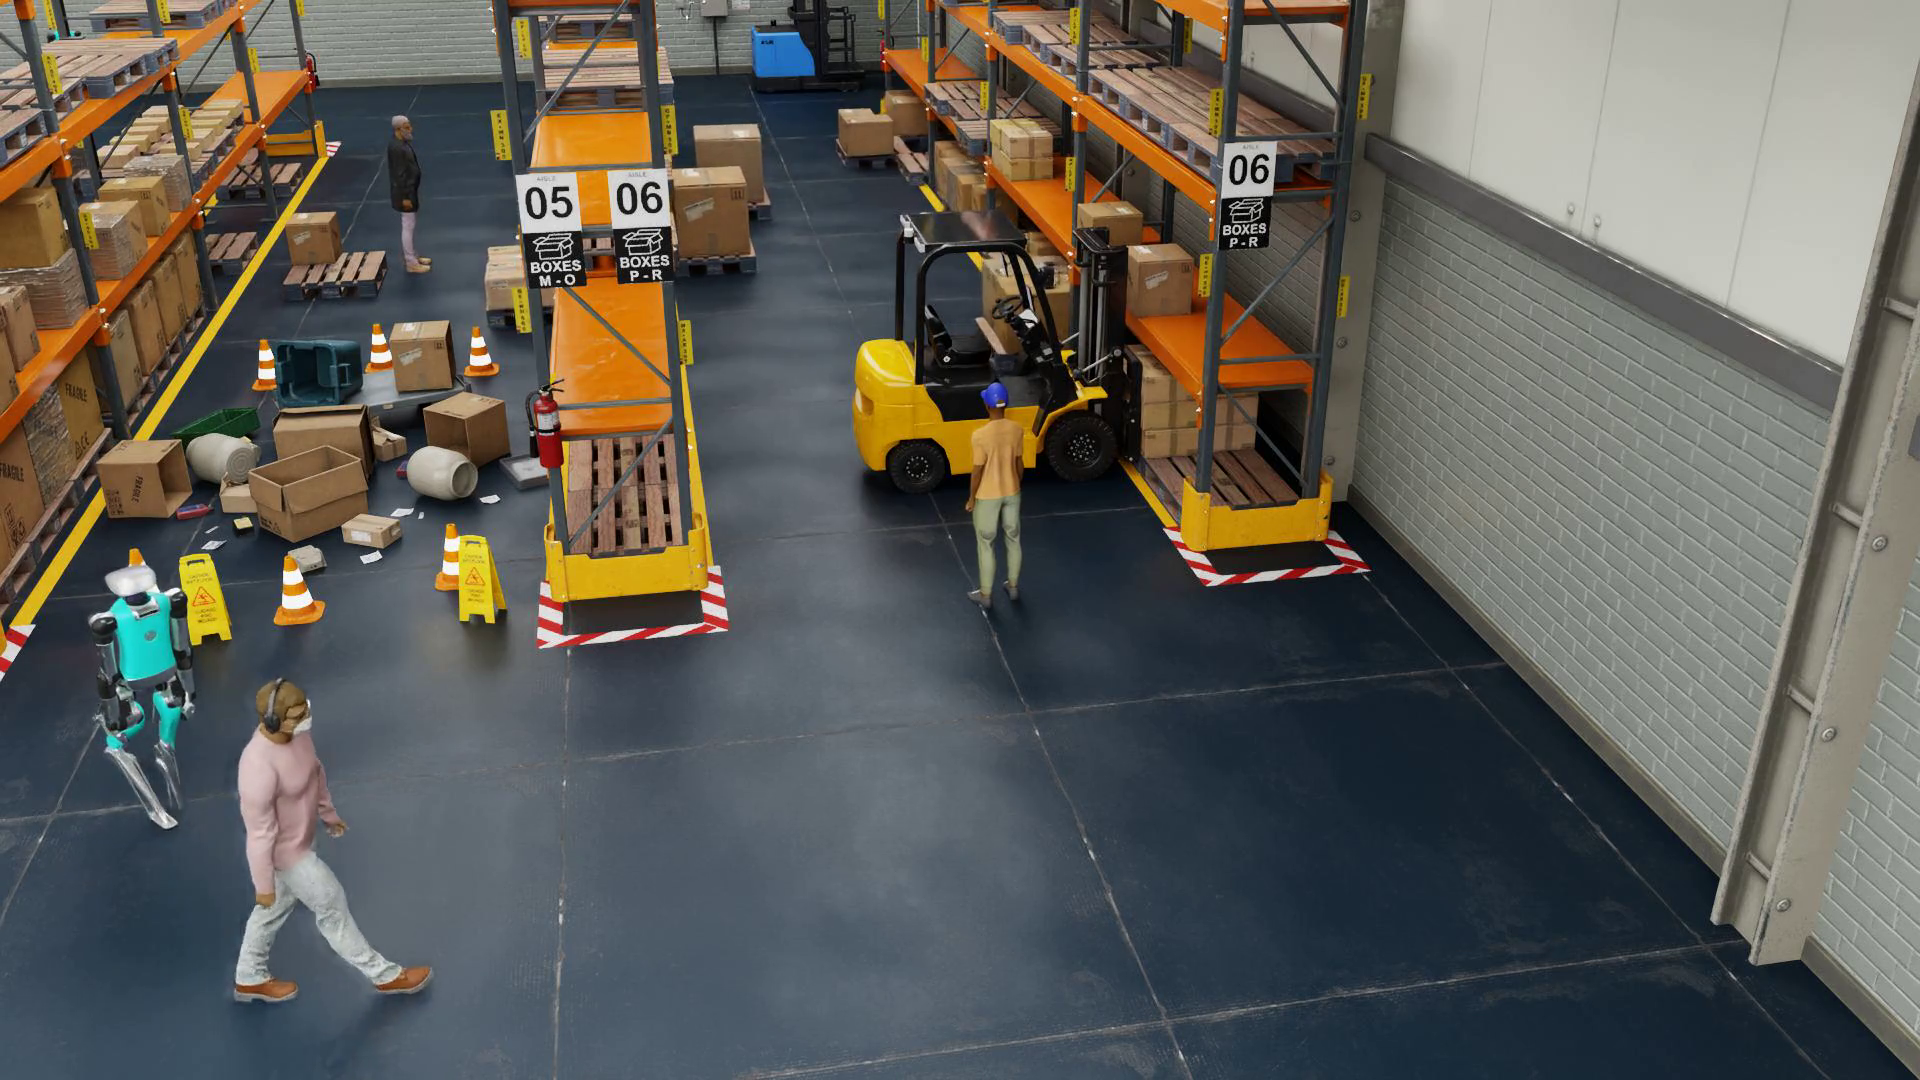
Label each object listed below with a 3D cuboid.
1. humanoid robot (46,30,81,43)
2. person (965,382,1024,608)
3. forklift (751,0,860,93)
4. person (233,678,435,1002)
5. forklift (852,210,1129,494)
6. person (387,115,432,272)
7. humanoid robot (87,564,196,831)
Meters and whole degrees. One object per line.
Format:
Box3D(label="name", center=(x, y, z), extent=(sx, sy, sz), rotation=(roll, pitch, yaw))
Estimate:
Box3D(label="humanoid robot", center=(-14.895, -7.775, 27.679), extent=(1.001, 1.776, 0.534), rotation=(23, 34, 39))
Box3D(label="person", center=(0.246, -0.338, 12.157), extent=(0.461, 1.717, 0.356), rotation=(-14, 29, -26))
Box3D(label="forklift", center=(-2.872, -9.679, 30.288), extent=(1.873, 2.768, 1.129), rotation=(-5, 26, -10))
Box3D(label="person", center=(-3.238, 1.500, 8.170), extent=(1.022, 1.882, 0.643), rotation=(-4, 26, -8))
Box3D(label="forklift", center=(0.216, -1.659, 14.366), extent=(2.313, 2.155, 1.214), rotation=(-5, 26, -10))
Box3D(label="person", center=(-6.642, -4.158, 19.956), extent=(0.404, 1.854, 0.544), rotation=(-5, 26, -10))
Box3D(label="humanoid robot", center=(-4.717, 0.954, 9.574), extent=(0.760, 1.883, 0.546), rotation=(19, 32, 35))
